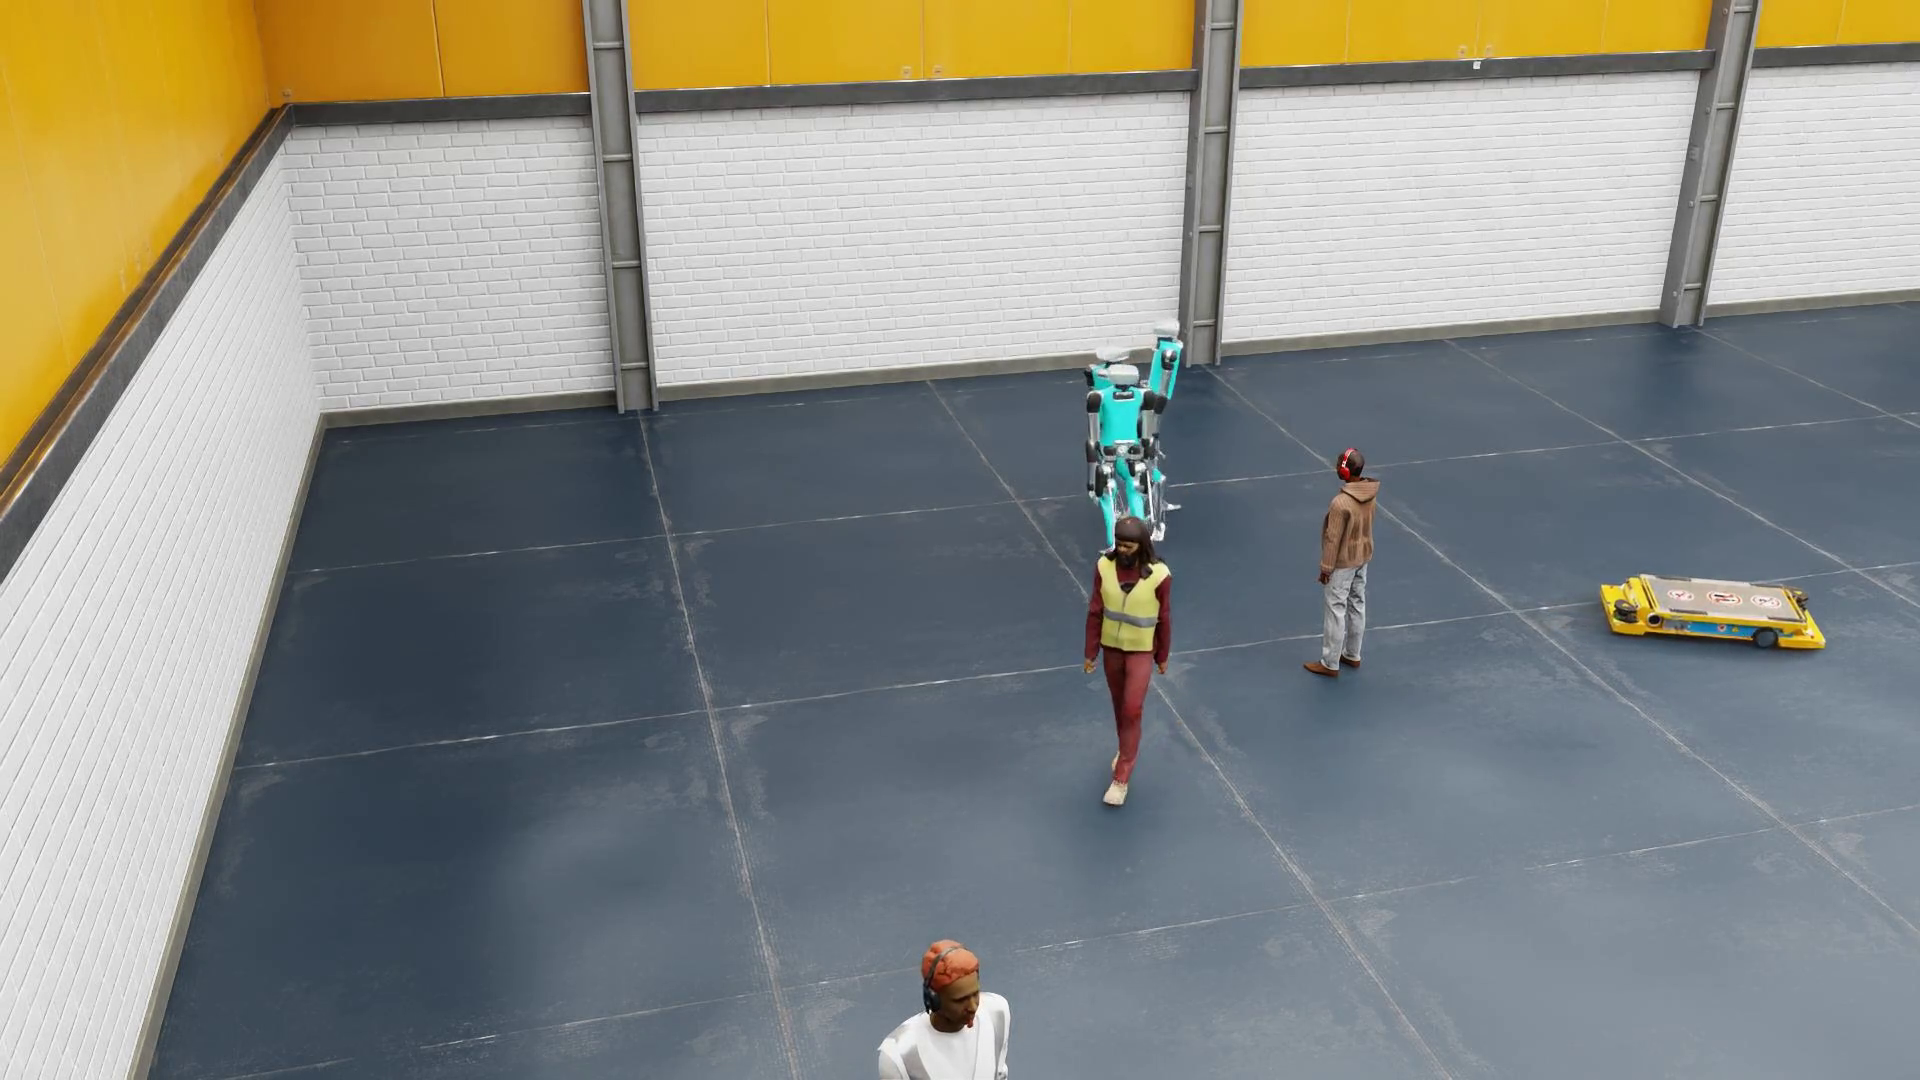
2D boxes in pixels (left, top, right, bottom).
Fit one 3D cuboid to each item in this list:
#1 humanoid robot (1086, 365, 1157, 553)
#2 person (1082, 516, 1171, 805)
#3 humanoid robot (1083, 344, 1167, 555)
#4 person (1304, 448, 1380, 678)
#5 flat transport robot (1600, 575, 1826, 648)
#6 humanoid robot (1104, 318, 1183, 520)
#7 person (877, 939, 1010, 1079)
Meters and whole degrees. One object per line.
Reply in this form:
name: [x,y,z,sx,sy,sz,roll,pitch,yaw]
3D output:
humanoid robot: [1.238,-0.336,12.382,0.537,1.830,0.777,-4,24,-9]
person: [0.958,0.709,9.929,0.486,1.733,0.844,11,26,24]
humanoid robot: [1.467,-0.753,13.302,0.909,1.789,0.563,-16,28,-32]
person: [2.622,0.160,11.288,0.463,1.648,0.327,-19,30,-37]
flat transport robot: [5.493,0.521,12.177,1.431,0.231,0.659,5,24,10]
humanoid robot: [1.433,-0.952,13.727,0.860,1.775,0.552,2,24,4]
person: [-0.034,2.292,6.153,0.574,1.884,0.356,-18,30,-36]
